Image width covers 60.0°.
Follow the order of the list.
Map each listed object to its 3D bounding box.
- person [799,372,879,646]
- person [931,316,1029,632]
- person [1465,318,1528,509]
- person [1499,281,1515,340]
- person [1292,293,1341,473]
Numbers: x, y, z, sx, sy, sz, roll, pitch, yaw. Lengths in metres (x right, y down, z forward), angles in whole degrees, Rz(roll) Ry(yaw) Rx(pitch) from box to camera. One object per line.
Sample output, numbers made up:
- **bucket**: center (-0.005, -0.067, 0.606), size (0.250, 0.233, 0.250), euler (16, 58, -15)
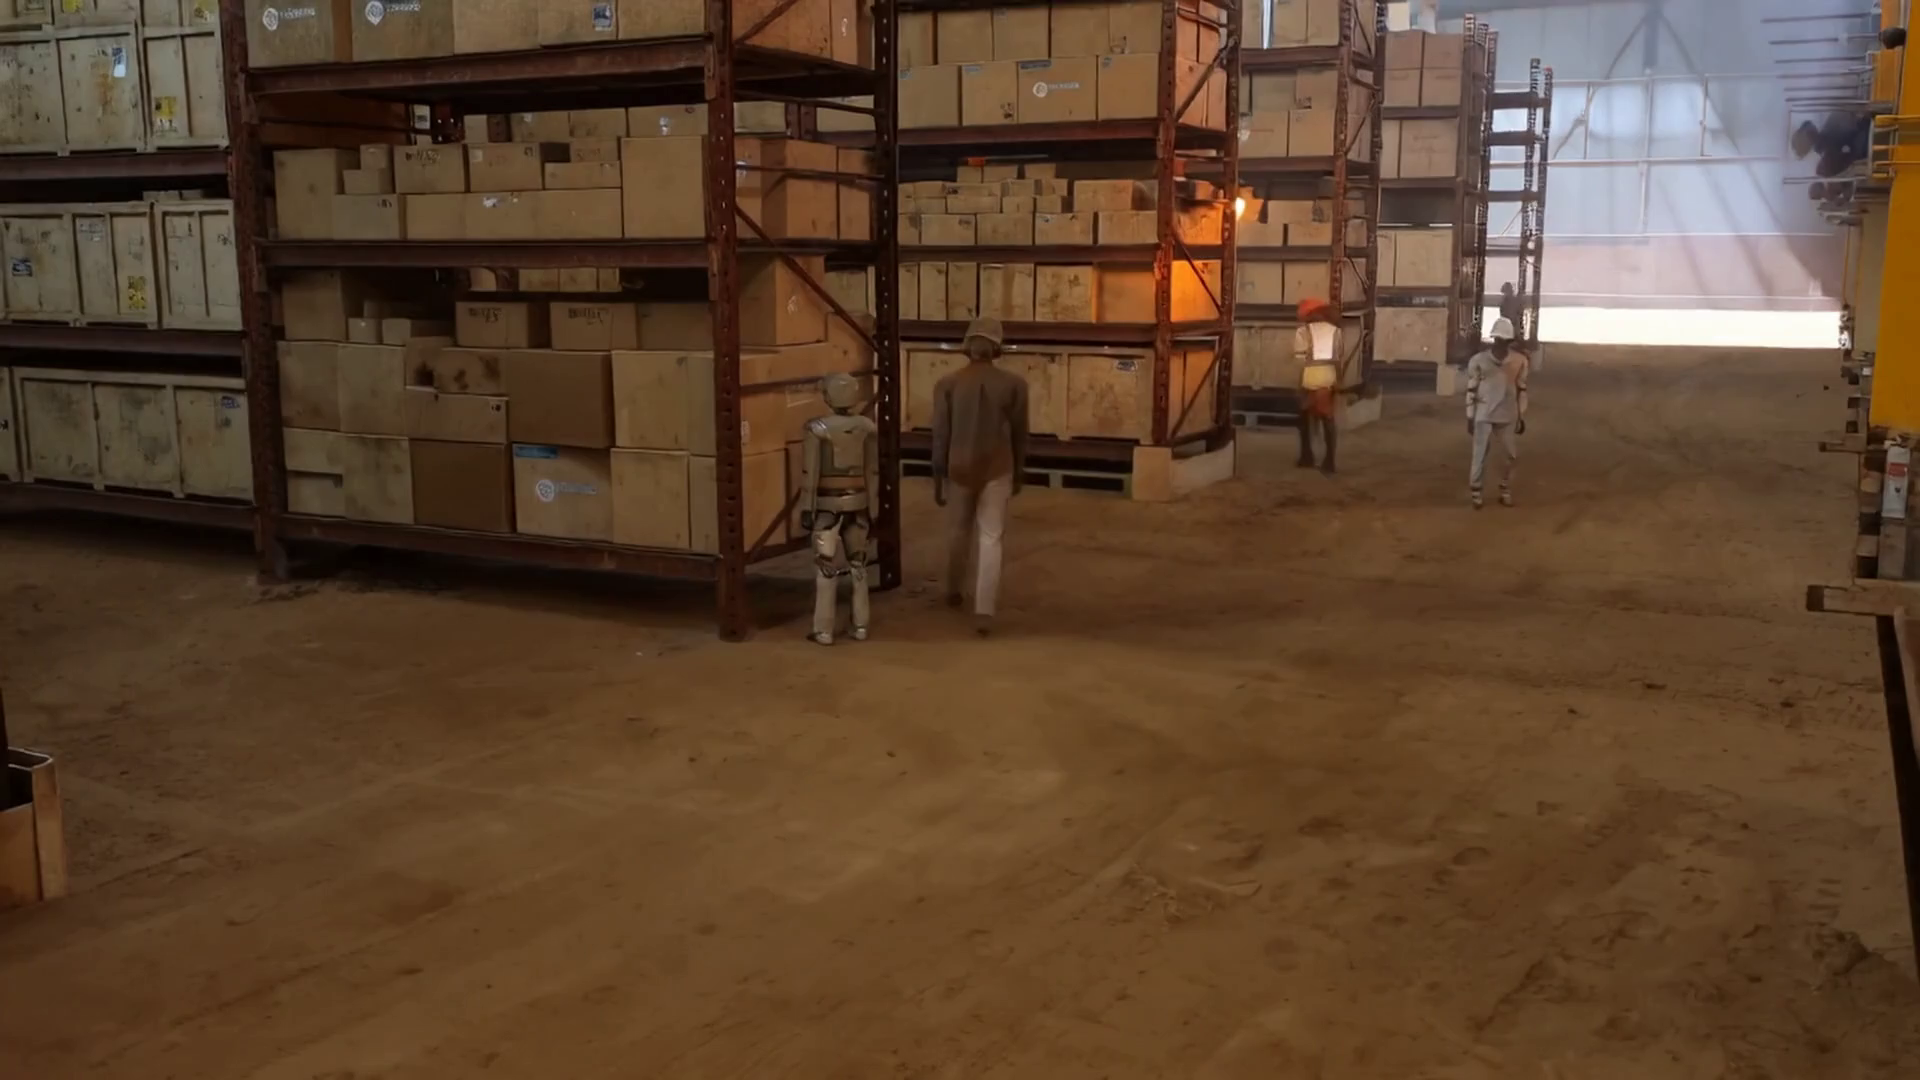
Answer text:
- **person**: center (-0.710, -0.182, 9.919), size (0.524, 1.631, 0.318), euler (-6, 12, -33)
- **person**: center (0.134, -0.438, 10.528), size (0.613, 1.928, 1.043), euler (1, 10, 3)
- **person**: center (4.901, -1.149, 15.183), size (0.566, 1.744, 0.349), euler (0, 10, 0)
- **person**: center (11.893, -4.817, 36.511), size (0.504, 1.709, 0.849), euler (-5, 11, -27)
- **person**: center (3.791, -1.677, 17.794), size (0.627, 1.896, 0.694), euler (-3, 10, -16)
